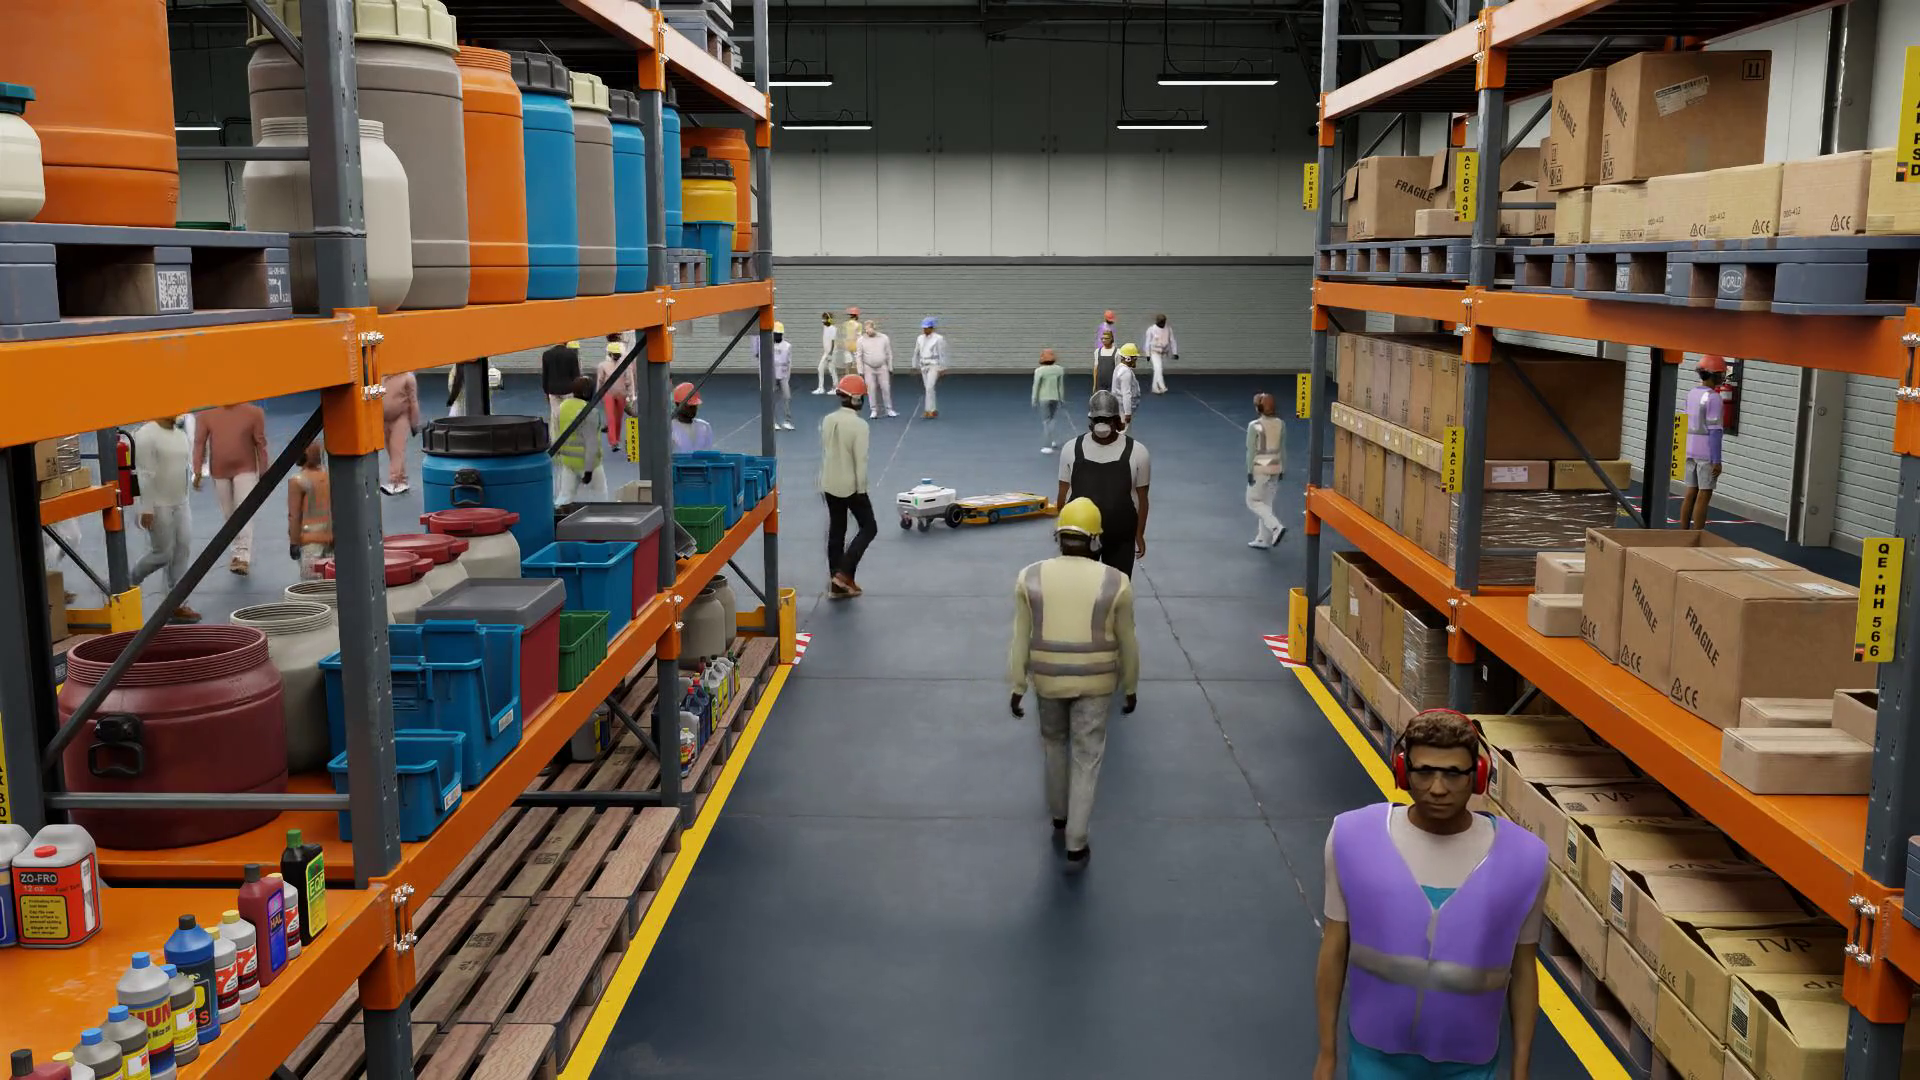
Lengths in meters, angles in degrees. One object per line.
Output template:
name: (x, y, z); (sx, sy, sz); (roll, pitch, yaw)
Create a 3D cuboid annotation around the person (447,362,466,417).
person: (-7.604, -2.190, 25.554); (0.993, 1.795, 0.629); (-4, 10, -23)

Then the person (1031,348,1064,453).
person: (1.342, -2.166, 25.855); (0.531, 1.614, 0.454); (-6, 11, -30)

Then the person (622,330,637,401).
person: (-7.027, -3.915, 35.619); (0.309, 1.866, 0.534); (7, 12, 37)

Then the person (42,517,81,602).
person: (-7.912, -0.369, 14.394); (0.658, 1.858, 0.453); (7, 12, 36)

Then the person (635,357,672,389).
person: (-4.749, -2.272, 25.758); (0.661, 1.877, 0.820); (5, 11, 30)

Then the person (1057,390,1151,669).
person: (1.030, -0.050, 12.072); (0.674, 2.000, 0.536); (1, 10, 9)

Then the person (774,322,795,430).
person: (-3.178, -2.865, 29.223); (0.597, 1.901, 0.743); (-5, 11, -27)

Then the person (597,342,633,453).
person: (-5.391, -2.240, 26.041); (0.535, 1.705, 0.926); (-4, 10, -24)

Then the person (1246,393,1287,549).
person: (3.167, -0.690, 17.044); (0.517, 1.625, 0.528); (-6, 11, -34)

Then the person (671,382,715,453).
person: (-2.481, -0.487, 15.024); (0.972, 1.896, 0.561); (9, 13, 42)

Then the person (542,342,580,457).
person: (-6.036, -2.249, 25.287); (0.612, 1.984, 0.404); (3, 10, 17)

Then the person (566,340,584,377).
person: (-6.377, -2.428, 27.138); (0.537, 1.732, 0.877); (8, 12, 40)

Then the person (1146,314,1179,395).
person: (4.534, -4.159, 37.307); (0.644, 1.778, 0.970); (-4, 10, -23)

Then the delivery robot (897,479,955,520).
delivery robot: (-0.378, -0.440, 18.570); (0.477, 0.478, 0.707); (8, 13, 41)

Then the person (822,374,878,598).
person: (-0.982, -0.467, 14.643); (0.631, 1.980, 0.433); (9, 13, 44)

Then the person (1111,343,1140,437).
person: (2.328, -1.847, 23.369); (0.403, 1.824, 0.596); (-1, 10, -5)

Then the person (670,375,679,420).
person: (-3.542, -1.212, 19.976); (0.571, 1.670, 0.432); (-2, 10, -12)

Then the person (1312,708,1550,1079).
person: (1.204, 1.321, 4.310); (0.563, 1.847, 0.388); (2, 10, 13)

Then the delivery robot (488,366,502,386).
delivery robot: (-10.931, -3.841, 38.942); (0.477, 0.478, 0.707); (-2, 10, -12)

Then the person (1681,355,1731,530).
person: (7.557, -0.868, 16.837); (0.380, 2.041, 0.616); (0, 9, -3)

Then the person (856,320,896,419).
person: (-1.626, -3.237, 31.573); (0.698, 1.864, 0.433); (-2, 10, -11)

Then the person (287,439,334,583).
person: (-4.985, -0.002, 12.932); (0.686, 1.616, 0.526); (2, 10, 10)

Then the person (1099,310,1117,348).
person: (3.319, -4.233, 37.505); (0.364, 1.885, 0.665); (0, 9, -2)

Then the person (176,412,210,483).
person: (-10.418, -1.734, 22.671); (0.513, 1.838, 0.846); (-5, 11, -26)

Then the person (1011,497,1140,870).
person: (0.601, 0.677, 8.327); (0.623, 1.794, 0.832); (2, 10, 15)

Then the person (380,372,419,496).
person: (-7.234, -1.474, 21.047); (0.639, 1.848, 1.002); (2, 10, 9)

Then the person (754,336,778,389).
person: (-4.411, -4.337, 38.187); (0.656, 1.862, 1.011); (0, 9, 1)

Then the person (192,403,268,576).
person: (-6.886, -0.629, 15.678); (0.629, 1.939, 1.015); (-2, 10, -12)

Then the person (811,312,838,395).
person: (-3.006, -4.150, 37.106); (0.777, 1.835, 0.539); (-6, 11, -33)

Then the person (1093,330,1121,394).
person: (2.452, -2.567, 27.603); (0.508, 1.844, 0.332); (5, 11, 28)

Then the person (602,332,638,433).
person: (-5.896, -2.800, 28.824); (0.885, 1.913, 0.549); (3, 10, 16)

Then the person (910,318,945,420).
person: (-0.656, -3.220, 31.334); (0.635, 1.911, 0.892); (8, 13, 41)

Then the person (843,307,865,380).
person: (-2.399, -4.459, 38.746); (0.578, 1.905, 0.856); (6, 11, 33)

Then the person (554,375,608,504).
person: (-3.947, -0.798, 17.142); (0.621, 1.806, 0.914); (7, 12, 37)

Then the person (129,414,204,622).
person: (-6.594, -0.275, 13.671); (0.622, 1.918, 0.657); (2, 10, 10)

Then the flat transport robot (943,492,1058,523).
flat transport robot: (0.443, -0.381, 19.348); (1.431, 0.197, 0.652); (-7, 12, -38)
